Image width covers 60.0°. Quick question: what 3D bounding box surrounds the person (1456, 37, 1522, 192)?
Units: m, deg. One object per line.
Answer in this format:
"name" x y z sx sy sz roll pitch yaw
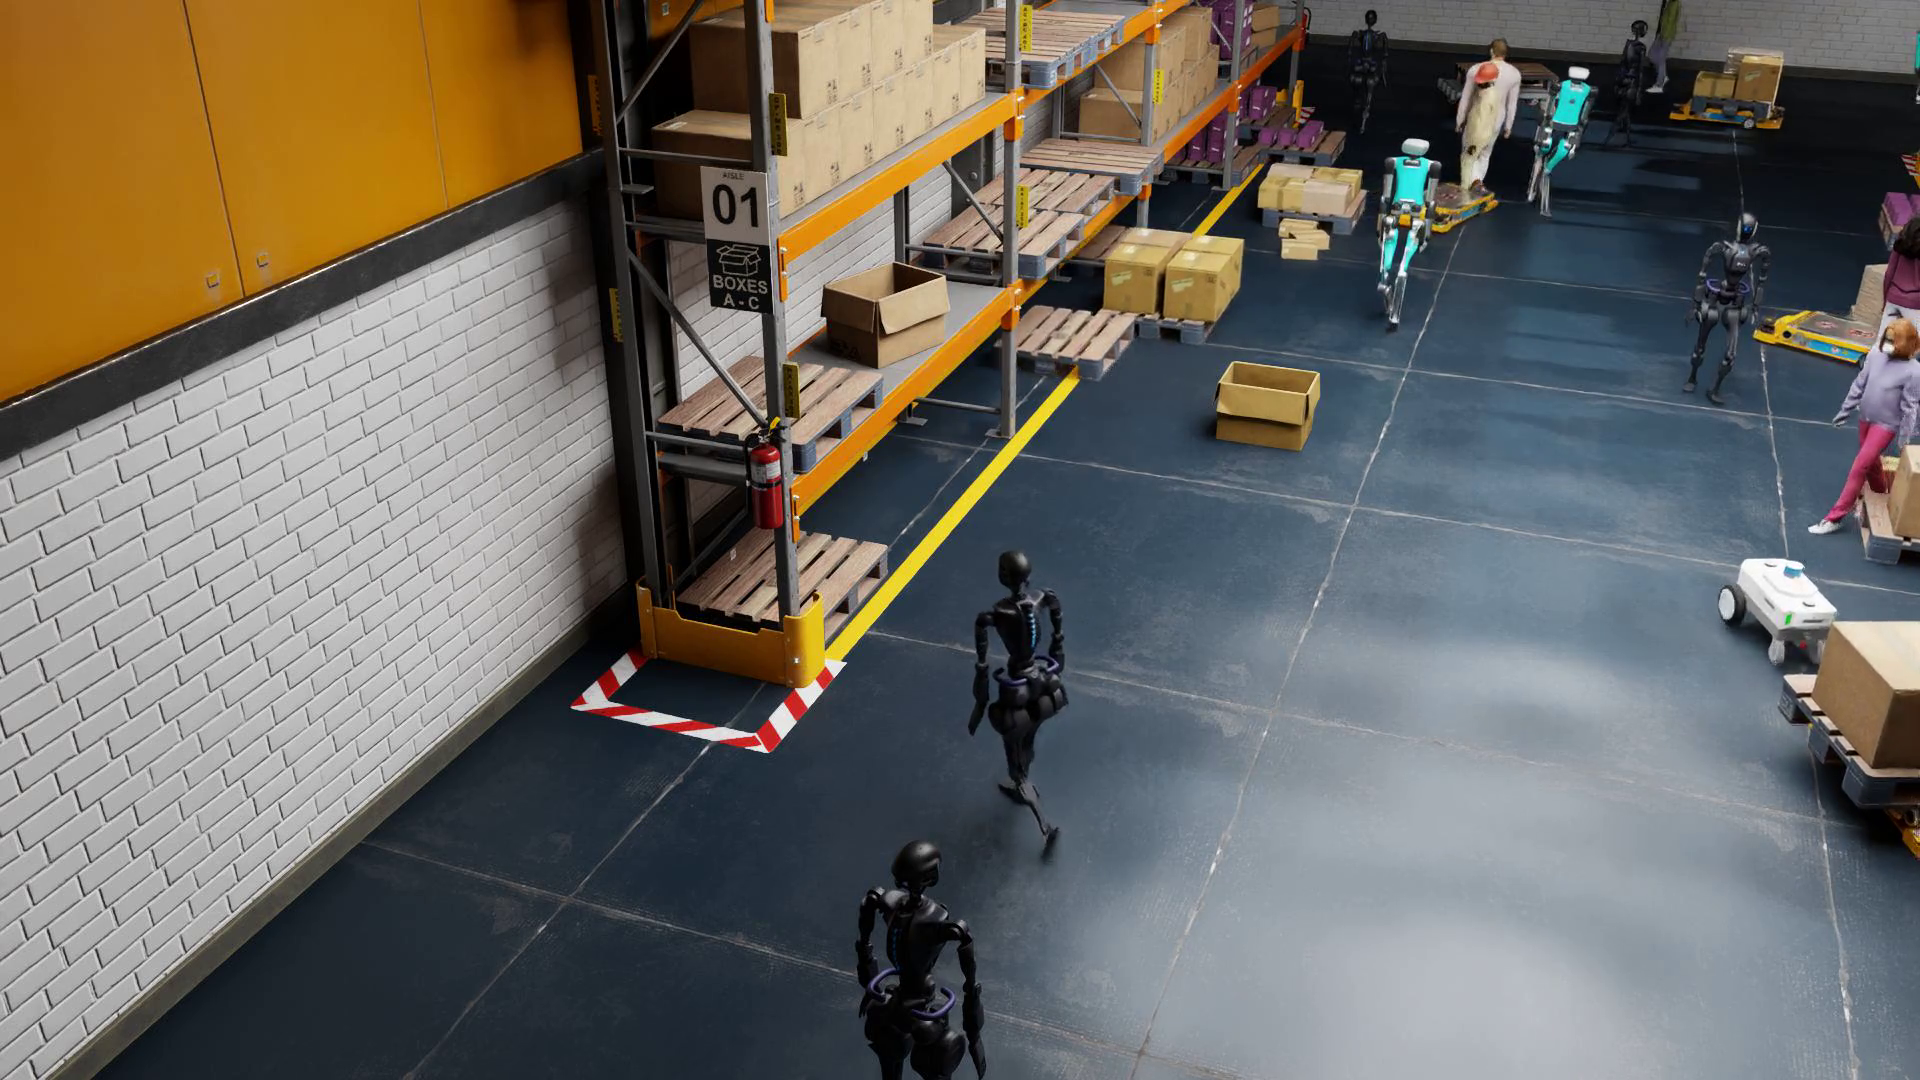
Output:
"person" 6.143 -4.831 19.339 0.678 1.899 0.697 1 27 2

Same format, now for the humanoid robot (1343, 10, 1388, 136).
"humanoid robot" 5.495 -6.336 22.558 0.589 1.637 0.766 9 29 17

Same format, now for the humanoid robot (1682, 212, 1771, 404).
"humanoid robot" 6.480 -1.988 14.075 0.596 1.636 0.551 4 28 7

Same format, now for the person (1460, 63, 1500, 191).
"person" 5.963 -4.680 19.256 0.419 1.715 0.590 11 29 20

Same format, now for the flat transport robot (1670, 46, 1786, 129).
"flat transport robot" 10.789 -5.997 23.382 1.431 0.231 0.659 13 30 24

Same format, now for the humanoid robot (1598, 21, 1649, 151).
"humanoid robot" 8.783 -5.942 21.752 0.665 1.638 0.589 -4 28 -7

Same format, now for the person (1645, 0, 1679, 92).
"person" 10.494 -7.505 24.830 0.348 1.624 0.503 6 28 11

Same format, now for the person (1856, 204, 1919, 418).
"person" 7.807 -1.950 13.698 0.417 1.953 0.488 -12 30 -22

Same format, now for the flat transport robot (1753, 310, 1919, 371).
"flat transport robot" 8.151 -1.816 15.274 0.659 0.231 1.431 -22 34 -36

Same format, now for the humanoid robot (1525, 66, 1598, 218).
"humanoid robot" 6.870 -4.605 19.100 0.592 1.751 0.958 6 28 11

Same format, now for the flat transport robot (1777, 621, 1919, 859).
"flat transport robot" 5.330 1.289 9.251 0.659 0.231 1.431 0 27 0

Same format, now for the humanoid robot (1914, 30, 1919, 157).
"humanoid robot" 12.579 -5.766 21.411 0.813 1.829 0.530 13 30 24

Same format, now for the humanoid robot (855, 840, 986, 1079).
"humanoid robot" -0.176 1.881 6.550 0.599 1.657 0.315 16 31 28

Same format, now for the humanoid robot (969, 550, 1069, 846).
"humanoid robot" 0.359 0.818 8.689 0.586 1.636 0.728 -16 31 -28

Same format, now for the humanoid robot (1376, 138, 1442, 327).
"humanoid robot" 4.141 -2.816 15.658 0.535 1.775 0.997 10 29 19

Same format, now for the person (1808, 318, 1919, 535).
"person" 6.534 -0.819 11.899 0.745 1.600 0.509 -5 28 -10

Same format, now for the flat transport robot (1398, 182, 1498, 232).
"flat transport robot" 5.608 -3.845 19.210 0.659 0.231 1.431 21 34 35

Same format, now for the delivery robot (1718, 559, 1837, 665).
"delivery robot" 5.262 0.414 10.655 0.499 0.614 0.798 -1 27 -1
